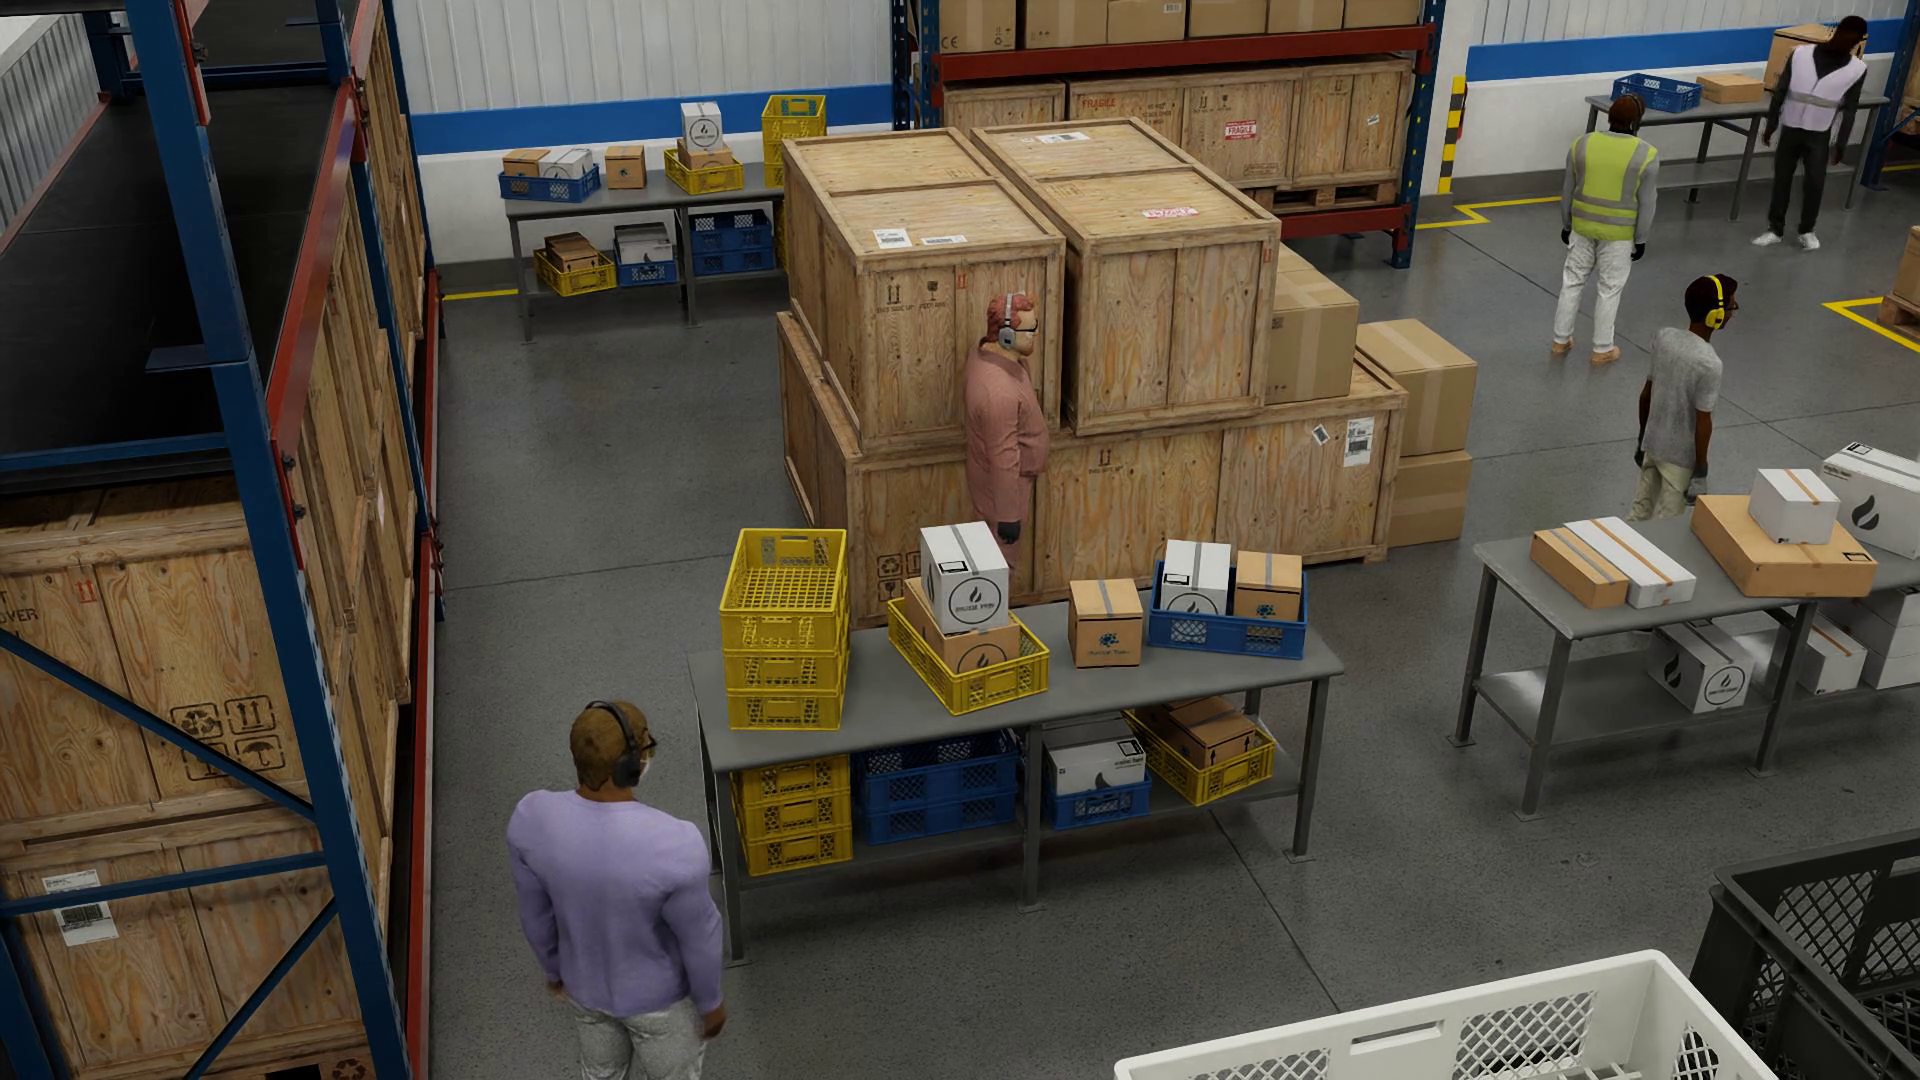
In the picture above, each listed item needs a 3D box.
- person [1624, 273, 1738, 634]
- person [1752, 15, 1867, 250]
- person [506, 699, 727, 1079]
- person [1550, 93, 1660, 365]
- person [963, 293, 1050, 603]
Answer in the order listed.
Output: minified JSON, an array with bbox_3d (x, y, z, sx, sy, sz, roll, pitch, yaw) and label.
[{"bbox_3d":[3.520,-0.418,8.200,0.328,1.873,0.518,-7,30,-13],"label":"person"},{"bbox_3d":[6.836,-3.283,13.404,0.646,1.879,0.392,18,34,29],"label":"person"},{"bbox_3d":[-0.988,1.319,4.985,0.629,1.933,0.379,9,30,16],"label":"person"},{"bbox_3d":[4.373,-2.102,11.287,0.625,1.844,0.429,22,36,34],"label":"person"},{"bbox_3d":[0.221,-0.261,7.880,0.402,1.906,0.652,-2,29,-5],"label":"person"}]
